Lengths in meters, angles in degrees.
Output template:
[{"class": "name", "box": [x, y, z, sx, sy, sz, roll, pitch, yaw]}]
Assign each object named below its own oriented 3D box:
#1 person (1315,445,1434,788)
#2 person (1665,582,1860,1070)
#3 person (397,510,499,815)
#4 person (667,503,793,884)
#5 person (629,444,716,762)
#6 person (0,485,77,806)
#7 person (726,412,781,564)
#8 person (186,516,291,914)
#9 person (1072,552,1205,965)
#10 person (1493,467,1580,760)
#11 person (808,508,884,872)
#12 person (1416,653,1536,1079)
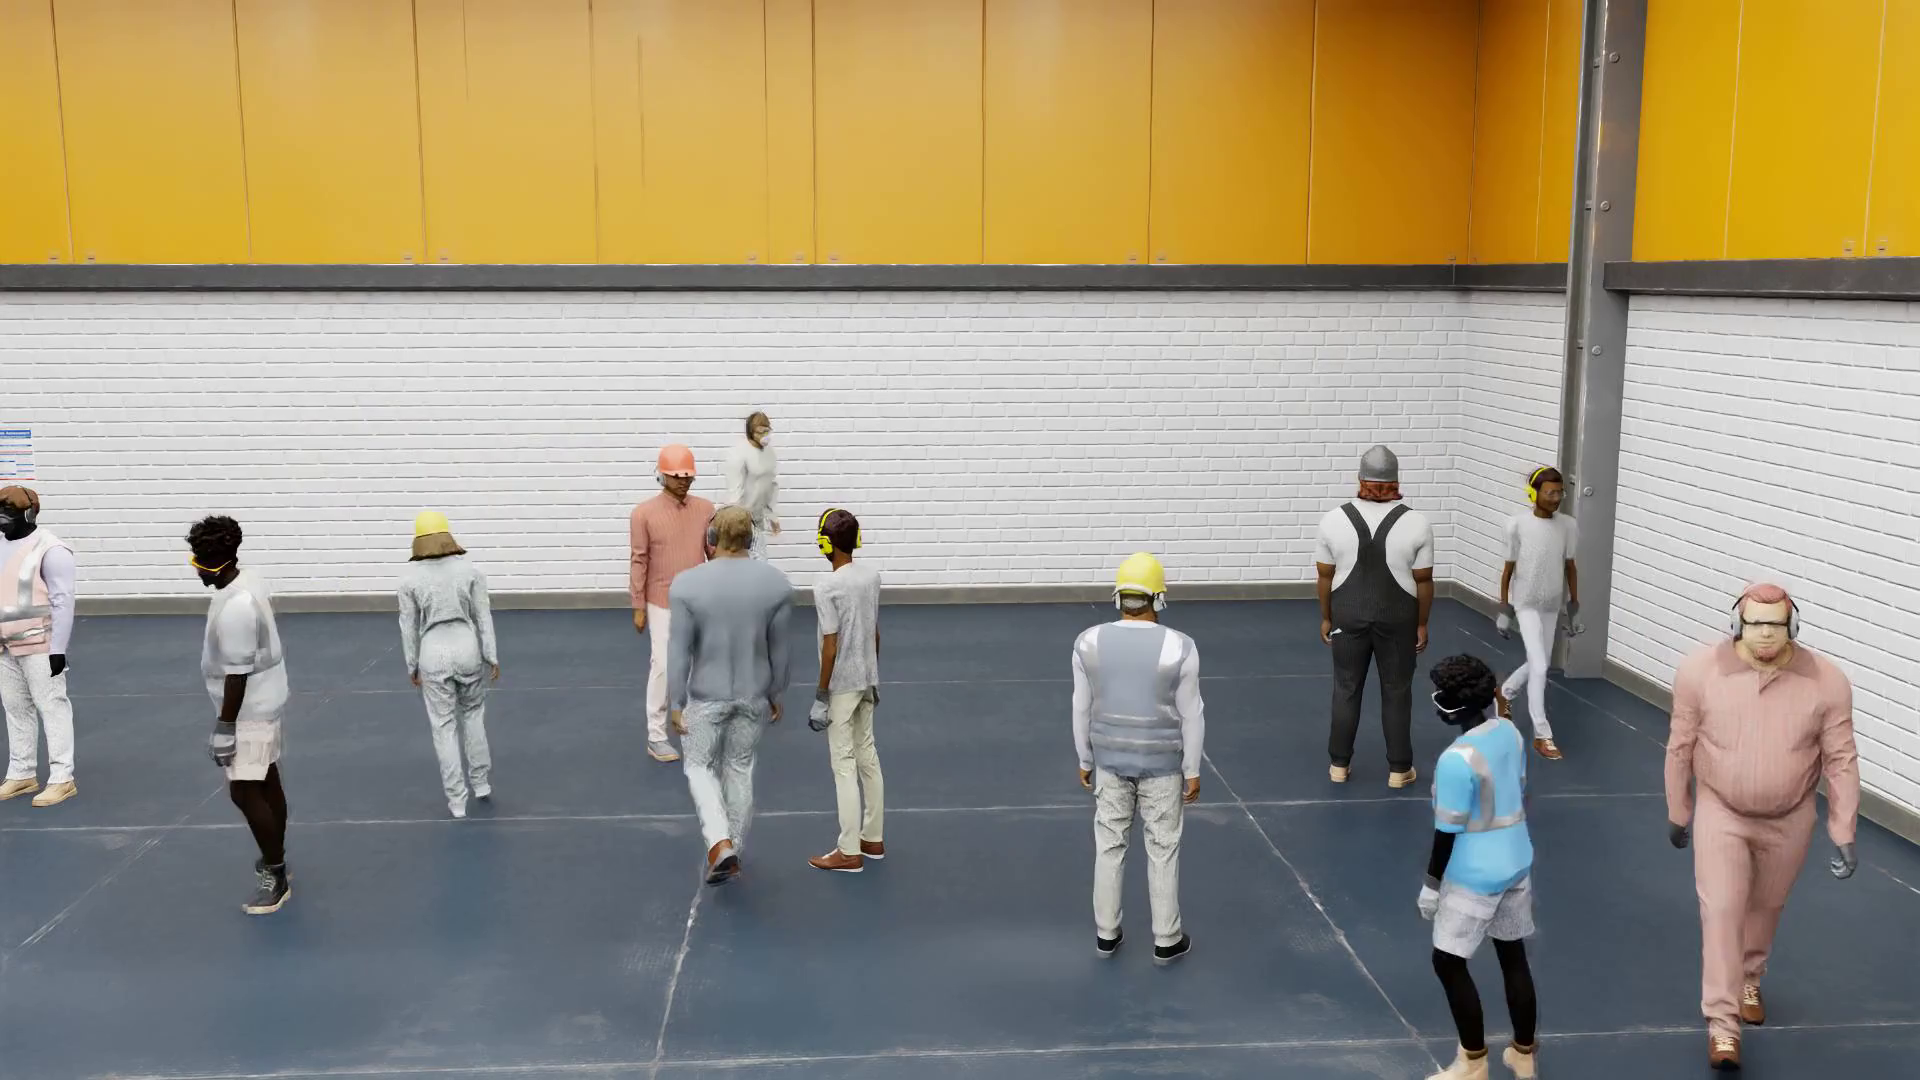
[{"class": "person", "box": [2.475, 0.446, 9.918, 0.682, 2.000, 0.537, 3, 10, 21]}, {"class": "person", "box": [3.100, 1.086, 6.454, 0.665, 1.850, 1.004, 3, 10, 18]}, {"class": "person", "box": [-2.910, 0.678, 9.467, 0.517, 1.712, 0.600, -4, 10, -22]}, {"class": "person", "box": [-1.122, 0.779, 8.218, 0.646, 1.922, 0.533, -4, 10, -24]}, {"class": "person", "box": [-1.770, 0.380, 10.512, 0.640, 1.988, 0.429, -8, 12, -40]}, {"class": "person", "box": [-5.370, 0.602, 9.553, 0.627, 1.847, 0.429, 3, 10, 18]}, {"class": "person", "box": [-1.749, -0.159, 14.250, 0.848, 1.878, 0.645, 3, 10, 20]}, {"class": "person", "box": [-3.457, 0.804, 8.064, 0.370, 1.924, 0.740, -3, 9, -17]}, {"class": "person", "box": [0.793, 0.961, 7.338, 0.586, 1.832, 0.403, 4, 10, 21]}, {"class": "person", "box": [3.710, 0.419, 10.747, 0.529, 1.837, 0.878, -2, 9, -13]}, {"class": "person", "box": [-0.590, 0.764, 8.478, 0.333, 1.864, 0.515, 6, 11, 32]}, {"class": "person", "box": [1.949, 1.234, 6.143, 0.381, 1.669, 0.594, 9, 13, 44]}]
